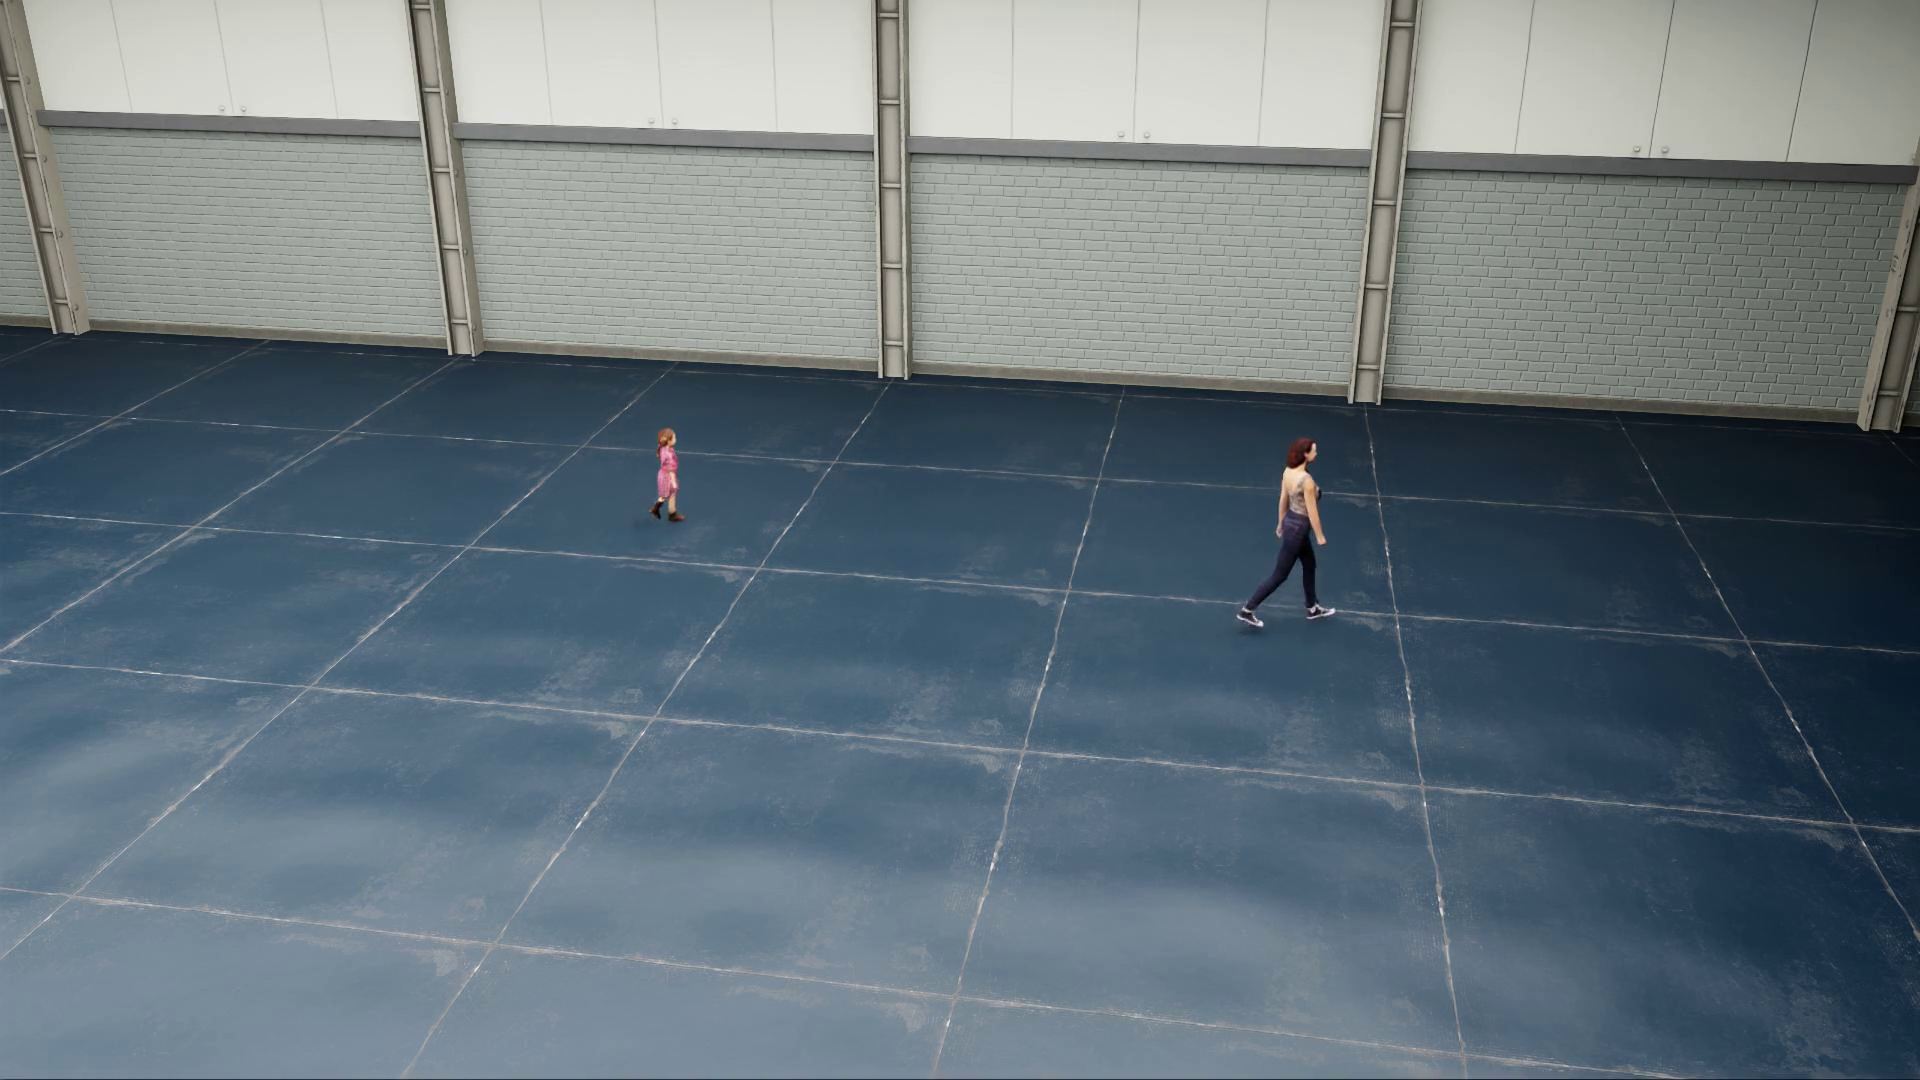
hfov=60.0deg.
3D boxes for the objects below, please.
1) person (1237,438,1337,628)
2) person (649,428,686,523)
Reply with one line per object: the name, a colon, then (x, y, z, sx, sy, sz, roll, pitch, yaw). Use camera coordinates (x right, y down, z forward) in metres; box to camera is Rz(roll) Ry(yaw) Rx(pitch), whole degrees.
person: (2.845, -0.017, 14.541, 1.280, 1.728, 0.951, -5, 24, -12)
person: (-3.015, -0.643, 16.925, 0.660, 1.013, 0.581, -11, 25, -24)
